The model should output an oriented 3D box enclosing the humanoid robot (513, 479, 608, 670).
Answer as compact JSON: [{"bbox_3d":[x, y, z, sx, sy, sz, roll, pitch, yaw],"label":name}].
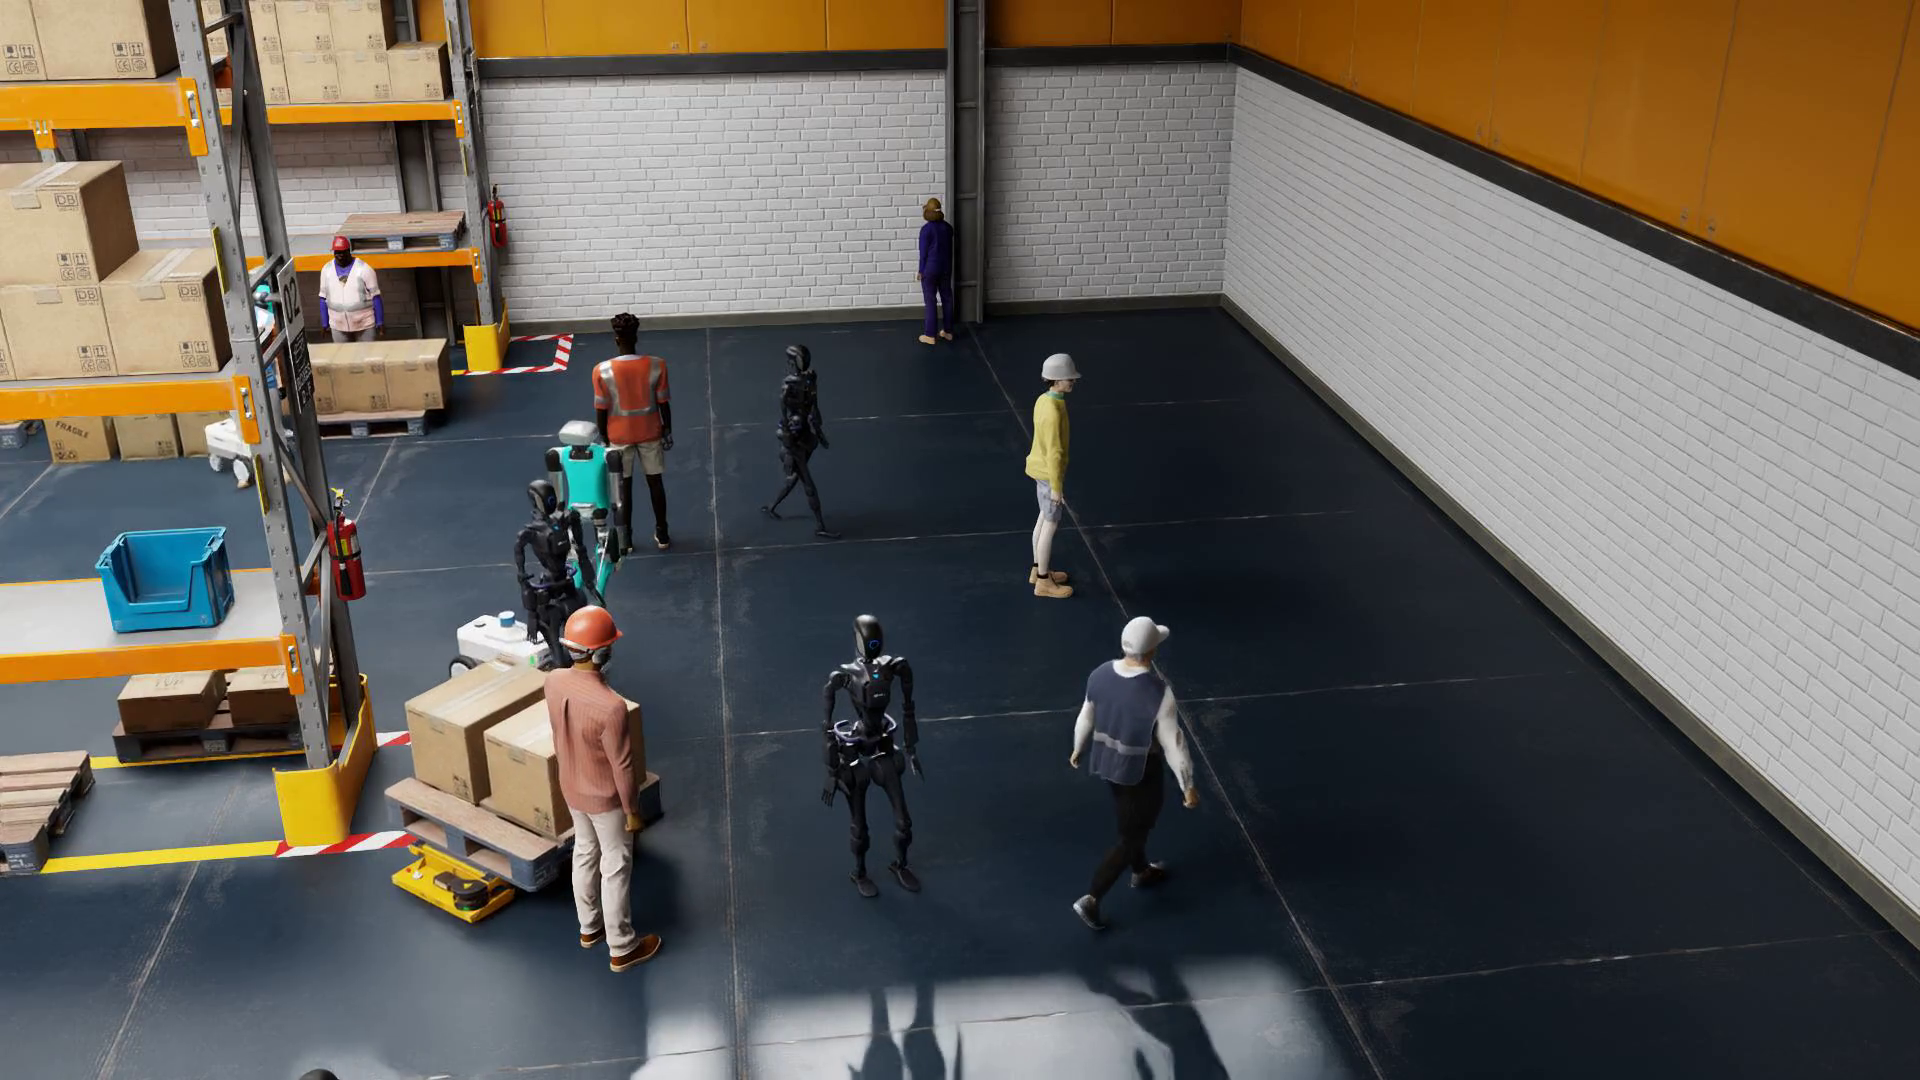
[{"bbox_3d":[-2.564,0.388,10.759,0.406,1.656,0.596,17,29,34],"label":"humanoid robot"}]

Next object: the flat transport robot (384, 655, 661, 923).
[{"bbox_3d":[-2.478,1.679,9.571,0.659,0.231,1.431,15,28,31],"label":"flat transport robot"}]

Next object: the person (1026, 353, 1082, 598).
[{"bbox_3d":[0.691,-0.490,12.500,0.398,1.888,0.486,-2,24,-4],"label":"person"}]

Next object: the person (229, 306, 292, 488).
[{"bbox_3d":[-6.200,-1.360,14.536,0.627,1.847,0.429,-4,24,-8],"label":"person"}]

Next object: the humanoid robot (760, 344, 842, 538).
[{"bbox_3d":[-1.334,-0.833,13.635,0.828,1.639,0.609,10,26,22],"label":"humanoid robot"}]

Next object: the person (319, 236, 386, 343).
[{"bbox_3d":[-5.990,-2.130,16.402,0.622,1.752,0.420,-2,24,-5],"label":"person"}]

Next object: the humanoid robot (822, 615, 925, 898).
[{"bbox_3d":[-0.480,1.174,8.957,0.589,1.649,0.359,-13,27,-27],"label":"humanoid robot"}]

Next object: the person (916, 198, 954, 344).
[{"bbox_3d":[-0.289,-3.011,18.566,0.467,1.621,0.354,-17,29,-34],"label":"person"}]

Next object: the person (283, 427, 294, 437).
[{"bbox_3d":[-6.868,-1.831,15.633,0.929,1.832,0.516,-3,24,-6],"label":"person"}]

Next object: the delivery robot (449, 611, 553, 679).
[{"bbox_3d":[-3.078,0.775,11.293,0.780,0.609,0.513,12,26,25],"label":"delivery robot"}]

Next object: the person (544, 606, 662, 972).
[{"bbox_3d":[-1.810,1.253,8.414,0.610,1.986,0.401,20,31,38],"label":"person"}]

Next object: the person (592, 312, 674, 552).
[{"bbox_3d":[-2.586,-0.851,13.238,0.603,1.957,0.367,-8,25,-18],"label":"person"}]

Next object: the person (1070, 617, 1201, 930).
[{"bbox_3d":[0.875,1.217,8.805,0.795,1.734,0.761,-21,31,-39],"label":"person"}]

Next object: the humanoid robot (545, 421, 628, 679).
[{"bbox_3d":[-2.551,0.132,11.295,0.531,1.811,0.703,1,24,3],"label":"humanoid robot"}]

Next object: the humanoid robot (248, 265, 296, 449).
[{"bbox_3d":[-6.466,-1.628,15.314,0.662,1.827,0.545,0,24,0],"label":"humanoid robot"}]

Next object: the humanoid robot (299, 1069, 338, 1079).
[{"bbox_3d":[-2.146,2.548,5.885,0.585,1.632,0.760,-1,24,-3],"label":"humanoid robot"}]

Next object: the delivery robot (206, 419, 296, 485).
[{"bbox_3d":[-6.412,-0.838,14.968,0.788,0.610,0.499,14,27,29],"label":"delivery robot"}]
